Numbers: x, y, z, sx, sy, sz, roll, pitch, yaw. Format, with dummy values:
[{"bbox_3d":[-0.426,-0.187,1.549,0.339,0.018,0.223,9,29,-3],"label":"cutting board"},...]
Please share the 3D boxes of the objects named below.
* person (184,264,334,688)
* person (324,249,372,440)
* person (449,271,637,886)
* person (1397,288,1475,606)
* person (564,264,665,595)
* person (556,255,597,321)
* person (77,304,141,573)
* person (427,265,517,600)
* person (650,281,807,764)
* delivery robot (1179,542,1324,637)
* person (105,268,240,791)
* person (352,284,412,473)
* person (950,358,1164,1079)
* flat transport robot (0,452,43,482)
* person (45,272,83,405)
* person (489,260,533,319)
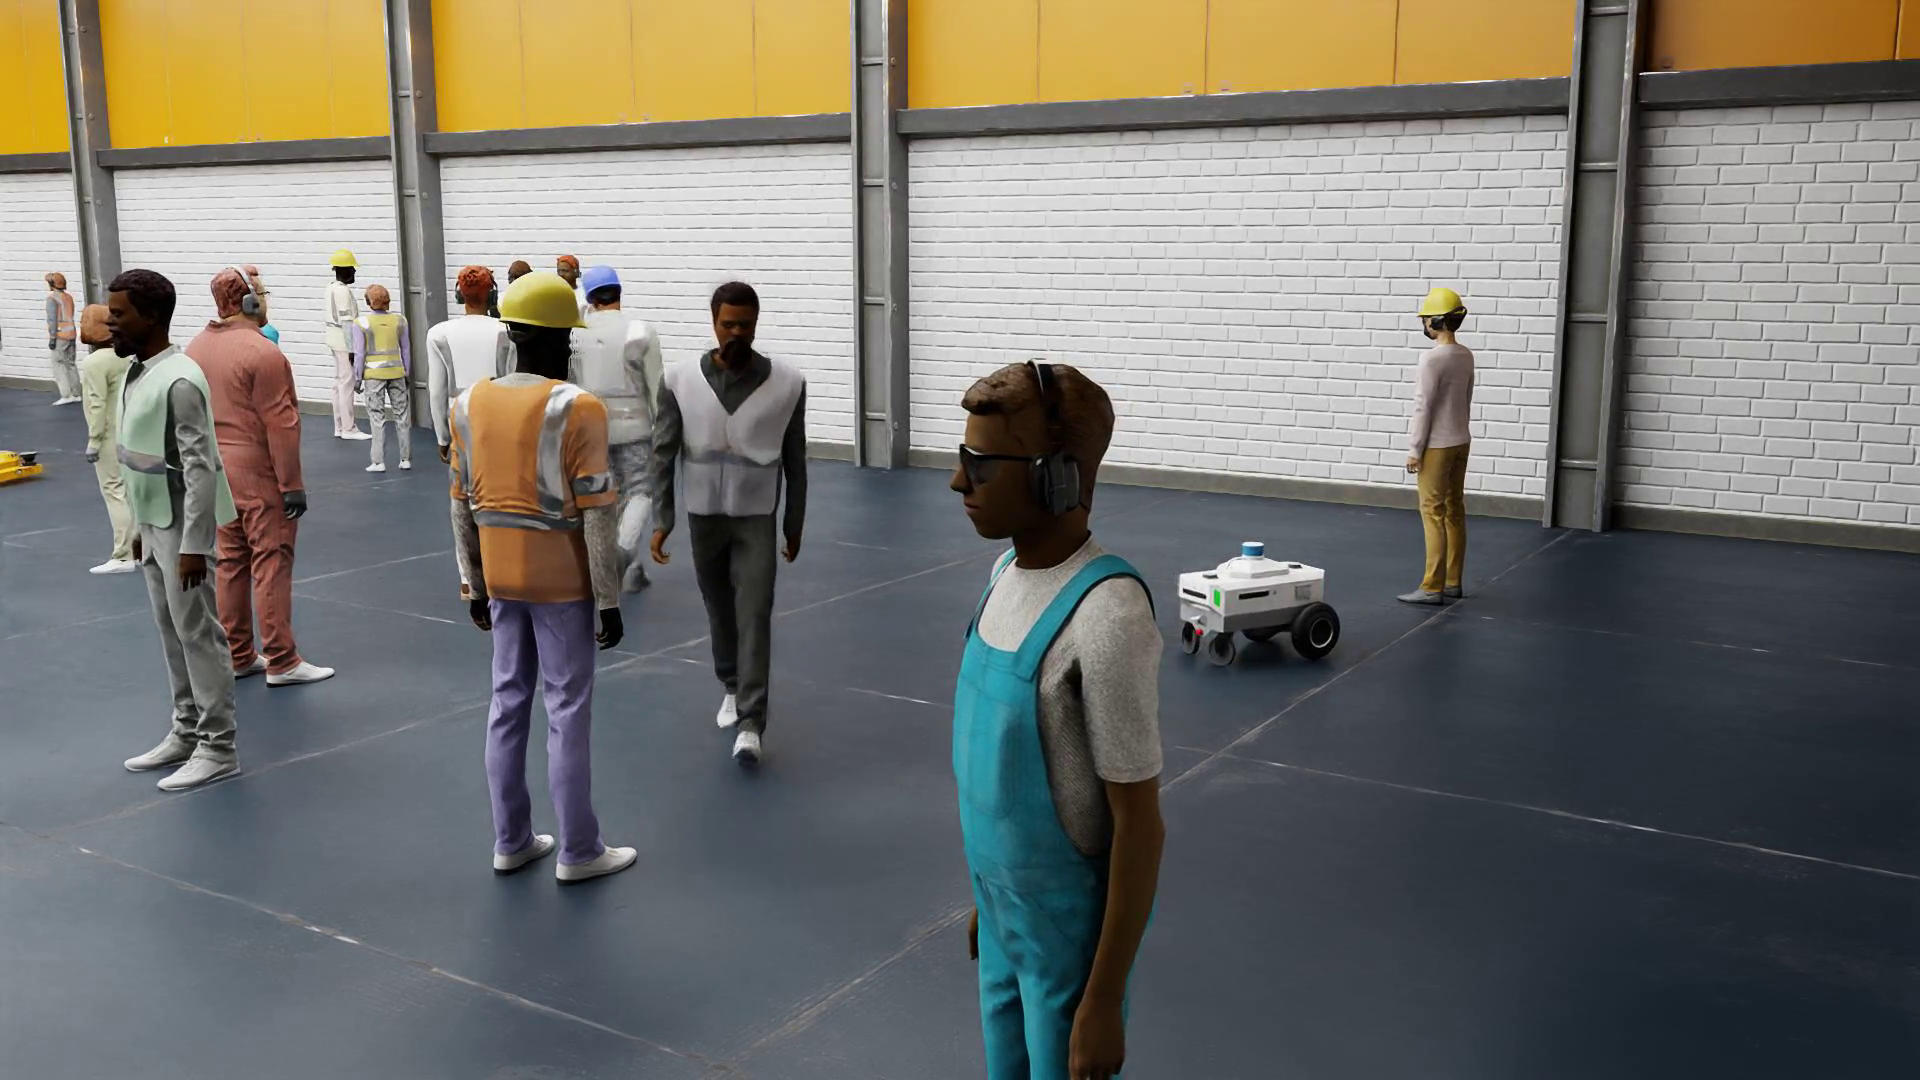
[{"bbox_3d":[-3.201,-0.286,7.576,0.639,1.913,0.407,6,12,30],"label":"person"},{"bbox_3d":[-6.242,-1.980,16.913,0.370,1.929,0.585,-7,12,-32],"label":"person"},{"bbox_3d":[-1.313,0.124,5.260,0.592,1.925,0.385,5,11,25],"label":"person"},{"bbox_3d":[2.667,-0.519,9.292,0.338,1.762,0.524,10,14,43],"label":"person"},{"bbox_3d":[-1.951,-0.588,9.336,0.642,1.897,0.713,2,10,9],"label":"person"},{"bbox_3d":[-3.623,-1.704,15.512,0.574,1.883,0.356,2,10,13],"label":"person"},{"bbox_3d":[-5.196,-0.616,10.162,0.273,1.635,0.507,-1,10,-5],"label":"person"},{"bbox_3d":[-2.669,-0.592,9.352,0.575,1.882,0.355,-1,10,-3],"label":"person"},{"bbox_3d":[-0.904,-0.081,6.590,0.601,1.858,1.041,0,10,-2],"label":"person"},{"bbox_3d":[1.415,0.255,8.078,0.707,0.478,0.477,-6,12,-29],"label":"delivery robot"},{"bbox_3d":[-2.920,-0.040,6.190,0.398,1.920,0.587,-9,13,-40],"label":"person"},{"bbox_3d":[-5.032,-1.403,14.516,0.514,1.641,0.309,-9,14,-41],"label":"person"},{"bbox_3d":[0.136,0.634,2.660,0.329,1.844,0.518,-4,11,-19],"label":"person"},{"bbox_3d":[-8.585,-0.617,13.952,1.431,0.197,0.652,1,10,3],"label":"flat transport robot"},{"bbox_3d":[-11.080,-2.485,20.551,0.315,1.633,0.532,0,10,-1],"label":"person"},{"bbox_3d":[-3.952,-1.611,15.111,0.633,1.841,0.429,-5,11,-27],"label":"person"}]
